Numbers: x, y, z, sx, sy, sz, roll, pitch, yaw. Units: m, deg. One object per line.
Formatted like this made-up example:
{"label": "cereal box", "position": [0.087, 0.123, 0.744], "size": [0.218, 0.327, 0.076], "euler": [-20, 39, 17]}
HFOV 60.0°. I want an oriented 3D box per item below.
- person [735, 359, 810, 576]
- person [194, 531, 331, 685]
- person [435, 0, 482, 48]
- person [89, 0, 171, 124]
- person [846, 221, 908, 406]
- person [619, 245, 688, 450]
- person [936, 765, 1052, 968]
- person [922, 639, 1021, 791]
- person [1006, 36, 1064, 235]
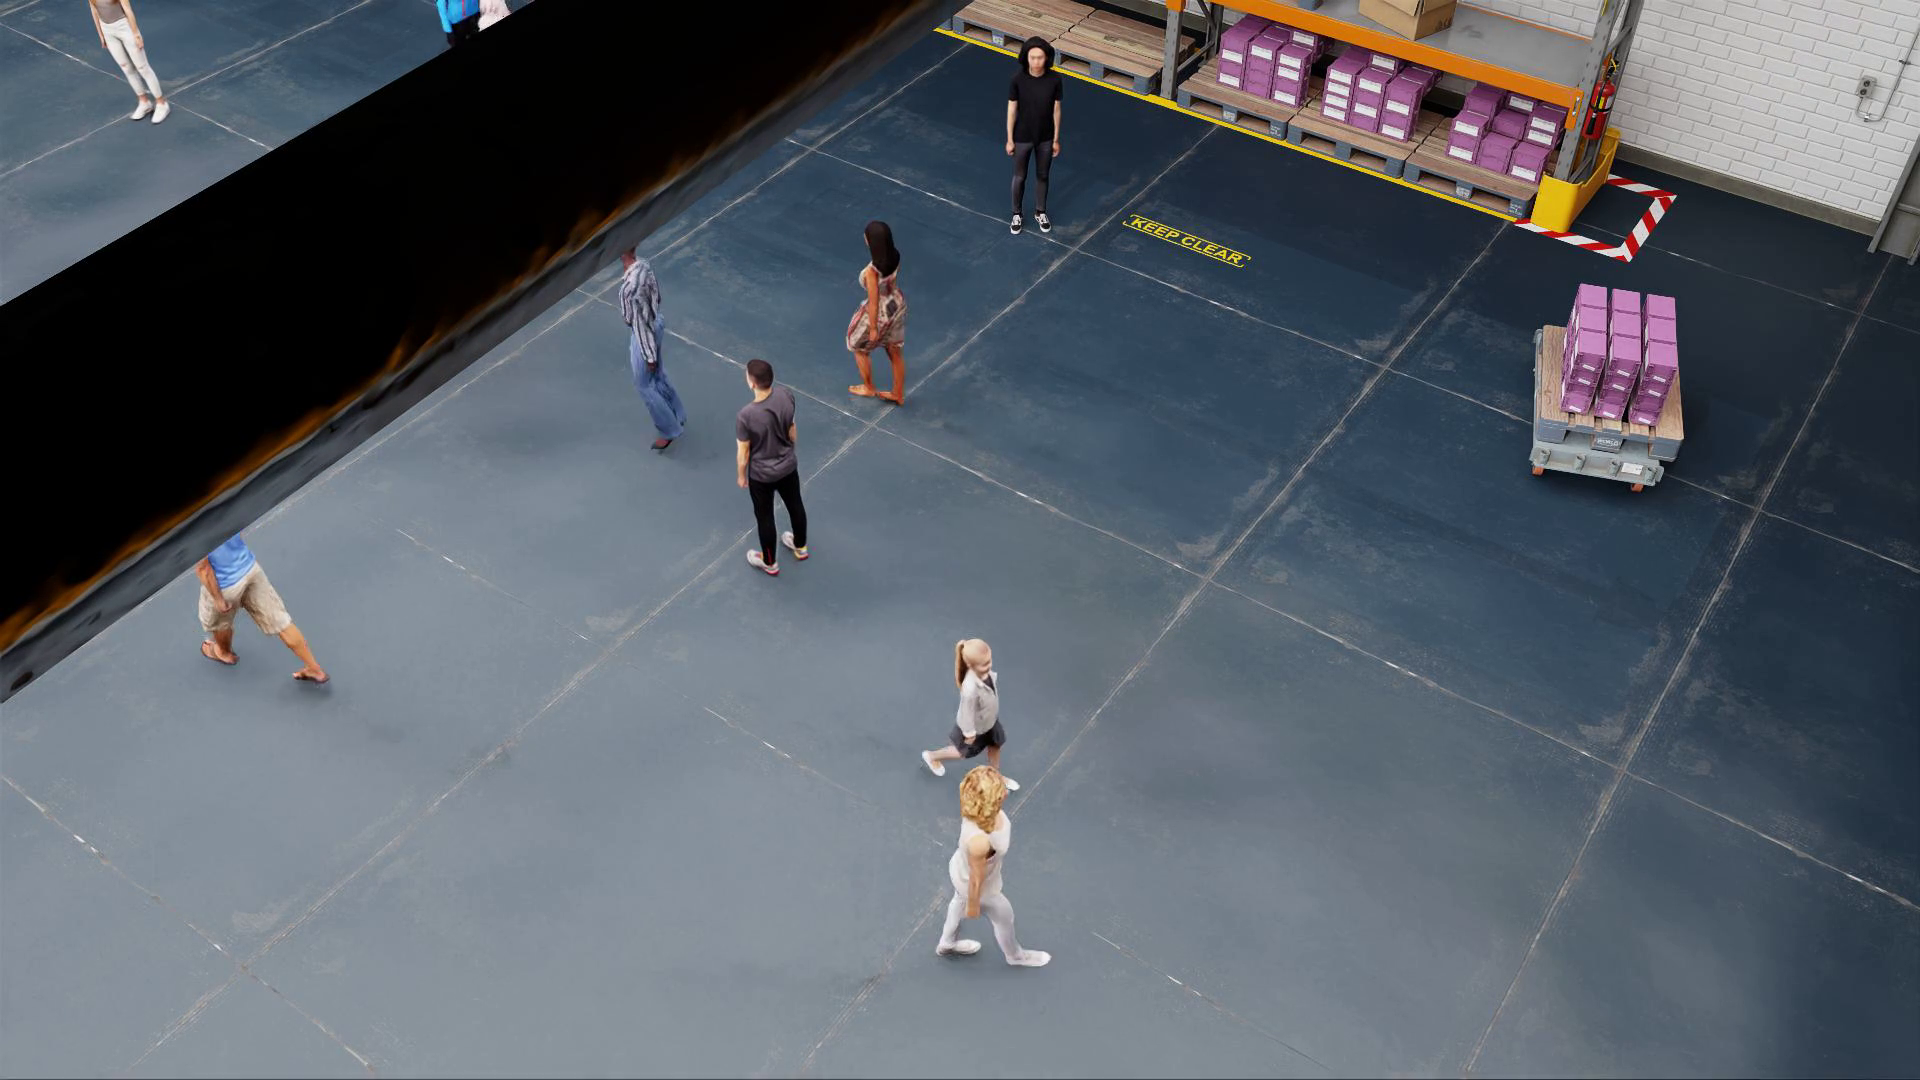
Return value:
{"label": "person", "position": [-1.286, -0.502, 11.374], "size": [0.680, 1.761, 0.624], "euler": [-30, 51, -28]}
{"label": "person", "position": [-4.527, 0.259, 10.534], "size": [1.286, 1.819, 0.777], "euler": [18, 46, 18]}
{"label": "person", "position": [-4.892, -5.082, 16.168], "size": [0.700, 1.781, 0.722], "euler": [-35, 53, -31]}
{"label": "person", "position": [-8.054, -4.870, 15.991], "size": [0.596, 1.717, 0.721], "euler": [7, 44, 7]}
{"label": "person", "position": [-0.518, -1.687, 12.728], "size": [0.709, 1.609, 0.682], "euler": [21, 47, 21]}
{"label": "person", "position": [-2.281, -1.482, 12.407], "size": [0.840, 1.755, 0.810], "euler": [-11, 45, -11]}
{"label": "person", "position": [0.011, 1.805, 9.037], "size": [1.006, 1.645, 0.916], "euler": [-2, 44, -2]}
{"label": "person", "position": [0.046, 1.058, 10.102], "size": [0.881, 1.257, 0.609], "euler": [18, 47, 18]}
{"label": "person", "position": [0.644, -3.552, 14.522], "size": [0.688, 1.836, 0.767], "euler": [-4, 44, -4]}
